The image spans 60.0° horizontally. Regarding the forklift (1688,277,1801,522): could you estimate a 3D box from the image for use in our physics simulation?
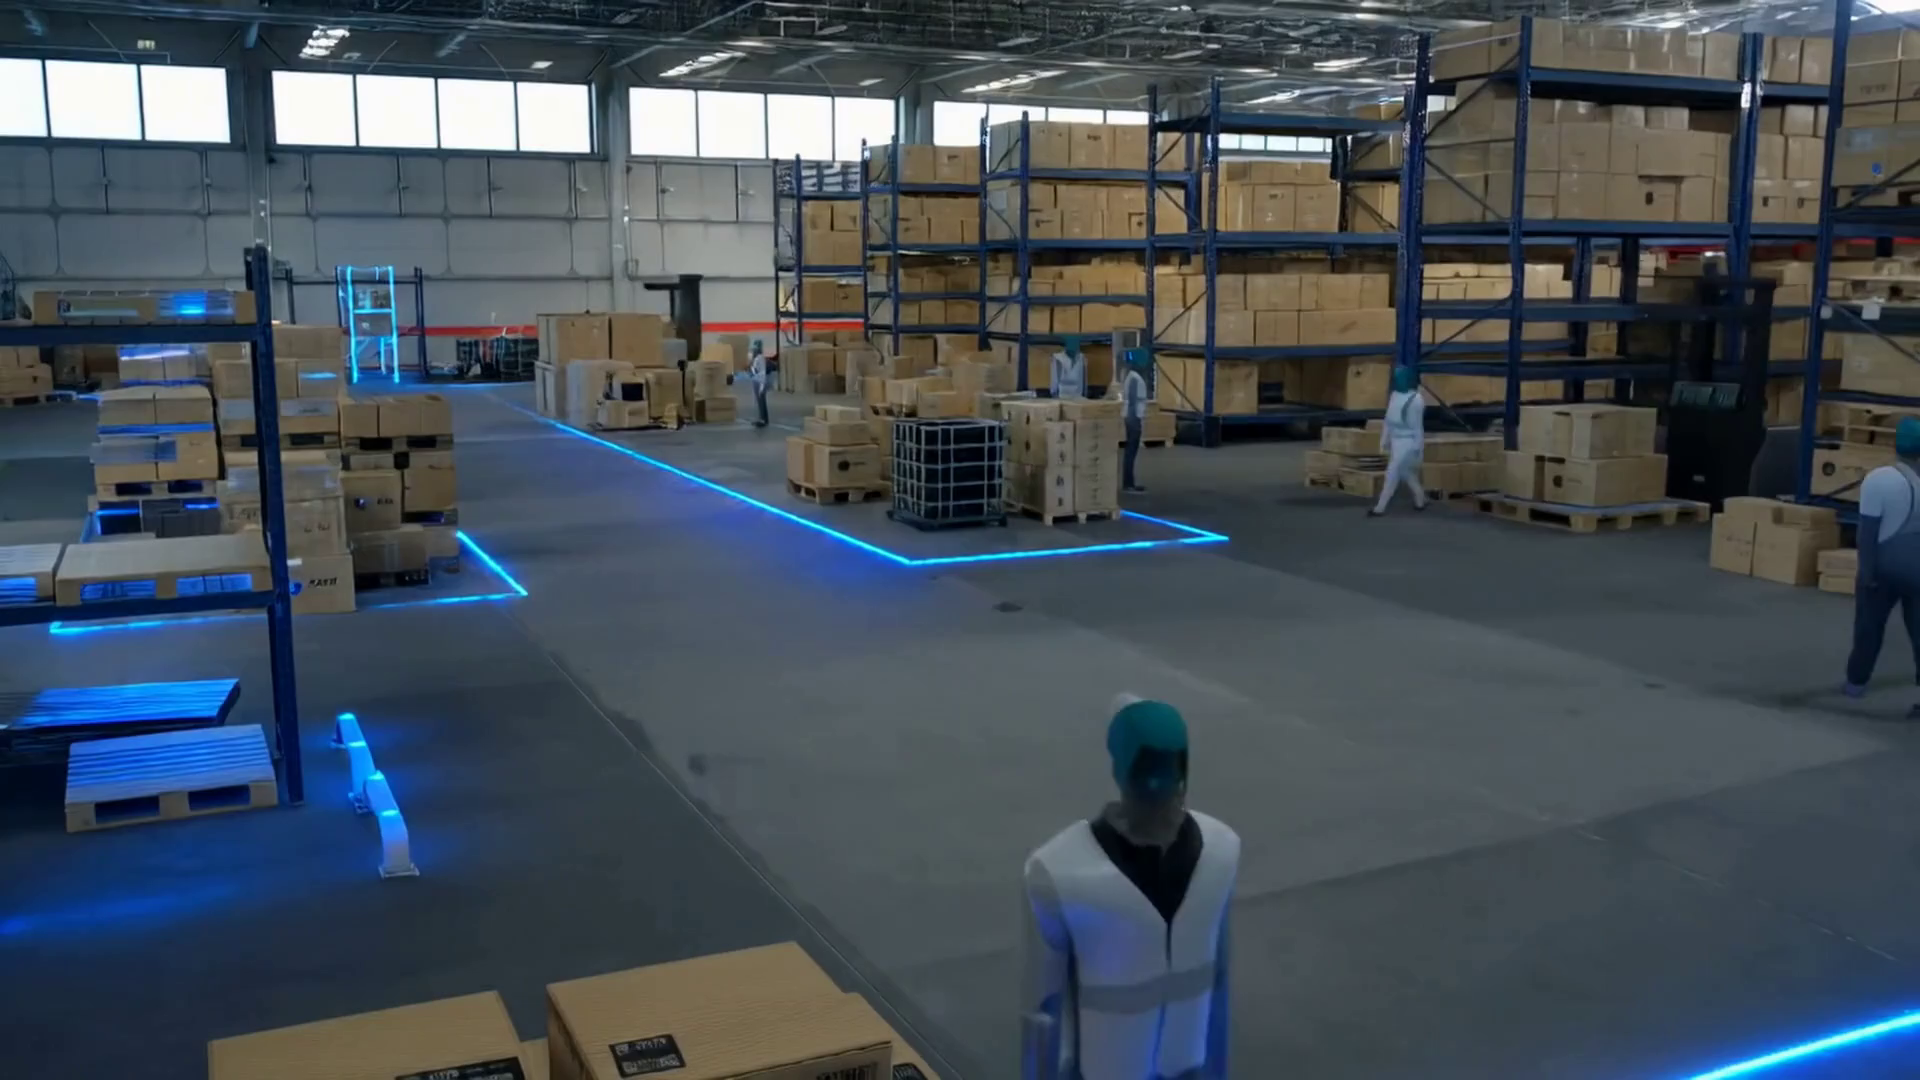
[{"bbox_3d":[9.039,-1.693,19.593,1.873,2.768,1.129,-4,10,-25],"label":"forklift"}]

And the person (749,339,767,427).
[{"bbox_3d":[-3.766,-2.925,31.066,0.310,1.642,0.514,-4,10,-26],"label":"person"}]

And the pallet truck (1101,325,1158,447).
[{"bbox_3d":[2.881,-2.596,27.923,0.823,1.965,1.885,-1,9,-7],"label":"pallet truck"}]

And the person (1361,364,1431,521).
[{"bbox_3d":[5.166,-1.139,19.439,1.020,1.834,0.582,-3,10,-17],"label":"person"}]

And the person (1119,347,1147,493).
[{"bbox_3d":[2.282,-1.577,21.855,0.391,1.916,0.590,2,9,11],"label":"person"}]

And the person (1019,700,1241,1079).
[{"bbox_3d":[0.394,1.296,4.101,0.597,1.901,0.693,-5,10,-28],"label":"person"}]

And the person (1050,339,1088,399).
[{"bbox_3d":[1.788,-2.406,27.370,0.625,1.809,0.832,-1,9,-9],"label":"person"}]

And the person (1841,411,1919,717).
[{"bbox_3d":[6.228,0.120,10.938,0.692,2.000,0.996,1,9,4],"label":"person"}]

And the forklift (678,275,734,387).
[{"bbox_3d":[-6.686,-5.206,41.389,1.873,2.768,1.129,-4,10,-25],"label":"forklift"}]
